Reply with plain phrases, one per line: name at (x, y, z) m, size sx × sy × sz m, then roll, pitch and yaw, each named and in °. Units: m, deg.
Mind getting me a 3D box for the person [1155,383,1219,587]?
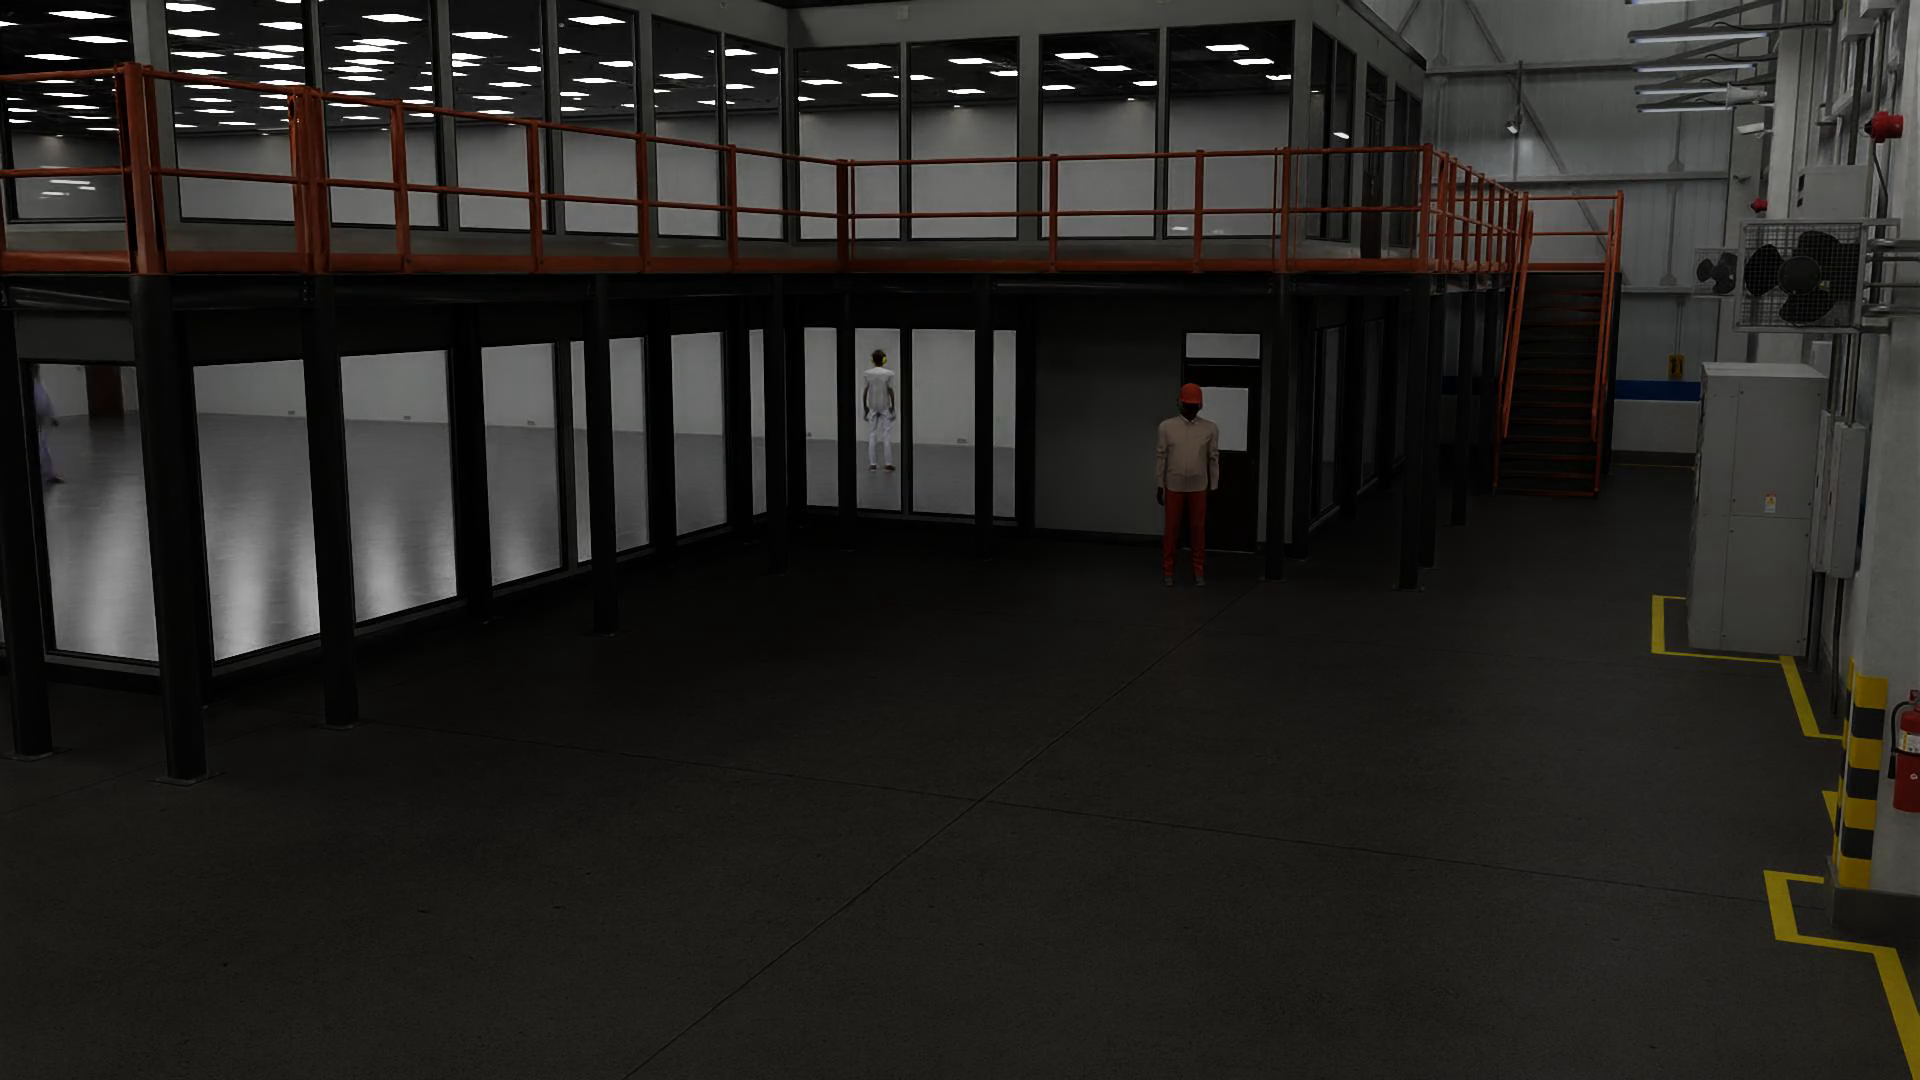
person at (2.197, -0.525, 16.073) m, size 0.615 × 1.988 × 0.399 m, roll 0°, pitch 9°, yaw 2°
